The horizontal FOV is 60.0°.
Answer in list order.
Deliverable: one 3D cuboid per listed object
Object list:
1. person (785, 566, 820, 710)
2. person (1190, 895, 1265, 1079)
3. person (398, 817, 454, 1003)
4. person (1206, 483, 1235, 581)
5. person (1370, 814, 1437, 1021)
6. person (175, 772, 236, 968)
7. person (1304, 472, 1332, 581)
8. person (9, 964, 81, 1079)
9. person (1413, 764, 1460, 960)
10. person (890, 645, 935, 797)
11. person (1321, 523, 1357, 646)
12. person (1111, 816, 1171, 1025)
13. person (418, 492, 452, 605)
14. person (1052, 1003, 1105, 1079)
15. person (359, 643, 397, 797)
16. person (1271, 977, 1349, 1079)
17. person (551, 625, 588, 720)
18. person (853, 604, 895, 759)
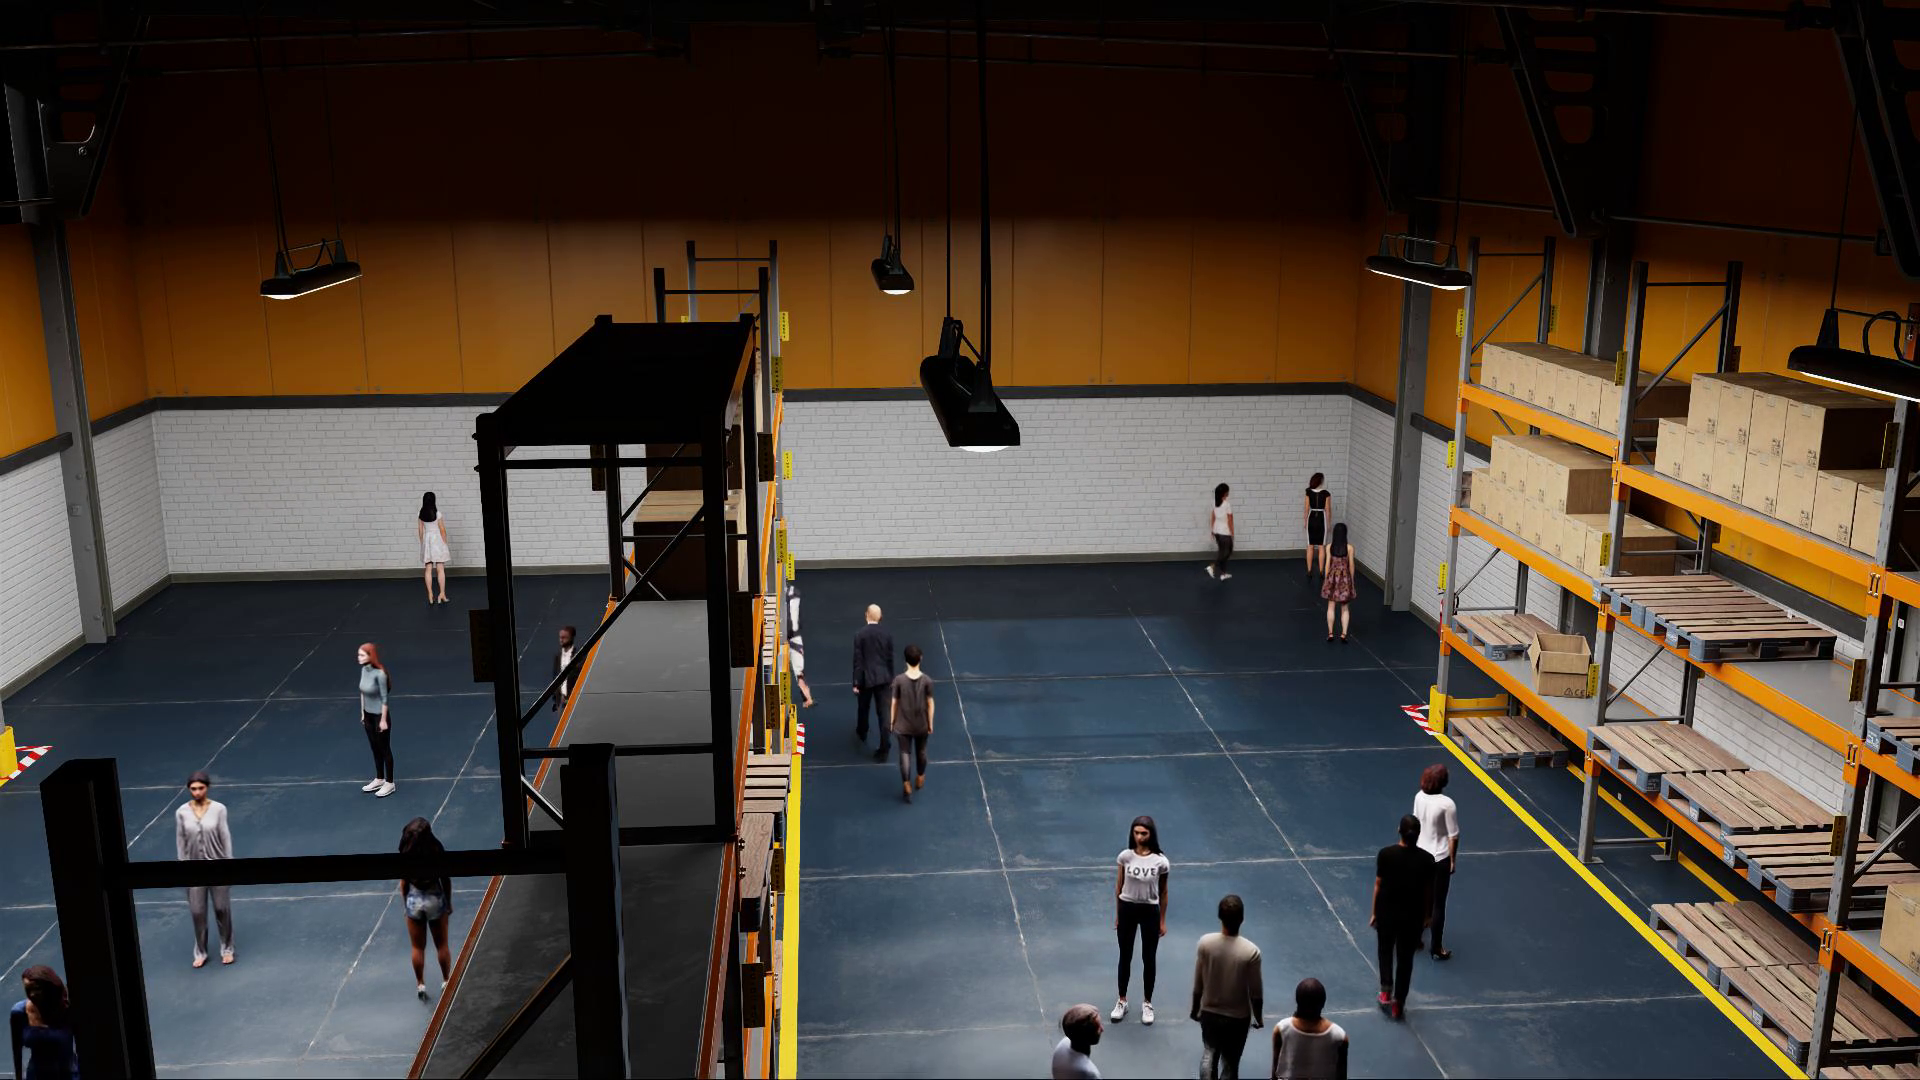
[{"bbox_3d":[-2.274,1.238,21.208,1.088,1.840,1.296,-9,17,-34],"label":"person"},{"bbox_3d":[1.899,3.473,12.062,0.837,1.801,0.882,6,15,25],"label":"person"},{"bbox_3d":[-4.483,3.100,13.975,0.572,1.627,0.569,-2,14,-10],"label":"person"},{"bbox_3d":[4.249,-0.100,27.180,0.899,1.630,0.927,-10,17,-35],"label":"person"},{"bbox_3d":[3.620,3.117,13.644,0.743,1.750,0.736,4,14,15],"label":"person"},{"bbox_3d":[-6.616,2.870,14.618,0.619,1.771,0.570,-4,14,-14],"label":"person"},{"bbox_3d":[5.868,-0.223,27.335,0.652,1.796,0.654,6,15,24],"label":"person"},{"bbox_3d":[-6.086,3.670,11.263,0.641,1.795,0.672,-1,14,-6],"label":"person"},{"bbox_3d":[4.170,2.834,14.715,0.743,1.794,0.641,-11,17,-37],"label":"person"},{"bbox_3d":[-0.531,2.011,18.319,0.680,1.697,0.932,0,14,-1],"label":"person"},{"bbox_3d":[5.441,0.626,23.877,0.763,1.775,0.787,4,14,16],"label":"person"},{"bbox_3d":[1.479,3.098,13.666,0.652,1.774,0.628,3,14,14],"label":"person"},{"bbox_3d":[-8.231,0.112,25.998,0.695,1.774,0.689,1,14,6],"label":"person"},{"bbox_3d":[0.743,3.800,10.518,0.762,1.892,0.555,-4,14,-15],"label":"person"},{"bbox_3d":[-6.453,1.971,18.388,0.670,1.743,0.731,11,18,39],"label":"person"},{"bbox_3d":[2.328,3.746,11.202,0.855,1.675,0.963,5,14,20],"label":"person"},{"bbox_3d":[-4.353,1.821,18.907,0.865,1.792,0.926,8,16,31],"label":"person"},{"bbox_3d":[-0.991,1.702,19.521,0.895,1.733,1.249,-5,15,-20],"label":"person"}]
